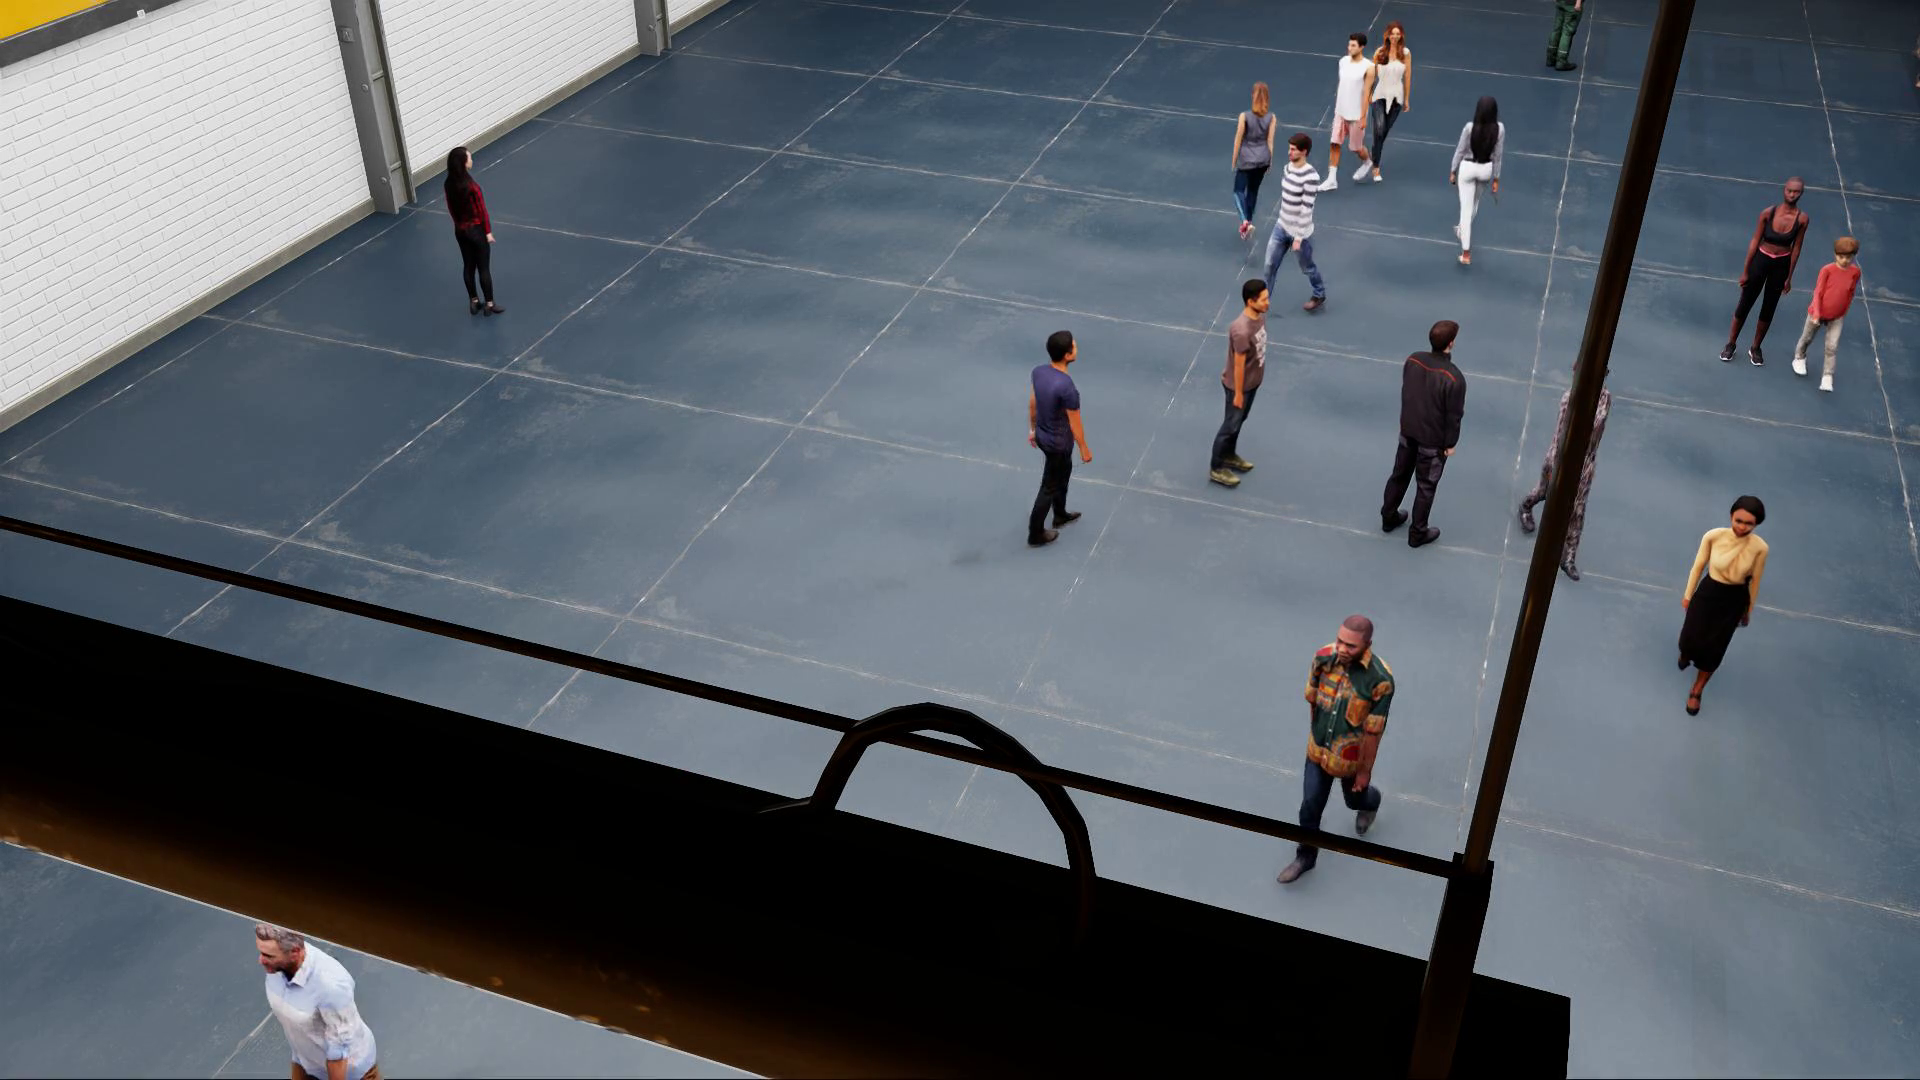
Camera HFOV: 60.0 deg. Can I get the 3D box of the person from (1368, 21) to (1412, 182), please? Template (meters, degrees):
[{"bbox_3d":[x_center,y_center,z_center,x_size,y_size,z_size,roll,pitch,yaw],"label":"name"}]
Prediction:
[{"bbox_3d":[4.872,-5.042,18.996,0.848,1.744,1.180,0,34,0],"label":"person"}]

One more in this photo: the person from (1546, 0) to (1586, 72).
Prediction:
[{"bbox_3d":[8.155,-7.228,22.196,0.791,1.841,0.713,-11,35,-16],"label":"person"}]

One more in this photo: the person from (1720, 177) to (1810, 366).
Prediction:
[{"bbox_3d":[7.341,-2.454,15.090,0.576,1.757,0.519,12,35,17],"label":"person"}]

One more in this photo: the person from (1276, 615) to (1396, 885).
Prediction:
[{"bbox_3d":[2.263,1.168,9.621,0.921,1.778,1.216,25,41,32],"label":"person"}]

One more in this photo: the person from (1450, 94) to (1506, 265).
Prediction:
[{"bbox_3d":[5.254,-3.641,16.949,0.889,1.675,1.274,1,34,2],"label":"person"}]

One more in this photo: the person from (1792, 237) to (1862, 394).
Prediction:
[{"bbox_3d":[7.702,-2.053,14.836,0.598,1.372,0.953,5,34,8],"label":"person"}]

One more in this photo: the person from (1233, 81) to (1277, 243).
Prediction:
[{"bbox_3d":[3.049,-3.870,17.264,0.802,1.709,1.004,-2,34,-3],"label":"person"}]

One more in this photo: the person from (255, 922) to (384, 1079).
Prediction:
[{"bbox_3d":[-2.881,2.360,7.818,0.799,1.790,1.101,17,37,24],"label":"person"}]

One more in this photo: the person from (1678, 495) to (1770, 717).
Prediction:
[{"bbox_3d":[4.973,0.396,10.903,0.574,1.645,0.720,12,36,18],"label":"person"}]

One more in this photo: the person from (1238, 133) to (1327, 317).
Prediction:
[{"bbox_3d":[3.265,-2.953,15.799,1.262,1.803,1.156,-17,37,-23],"label":"person"}]

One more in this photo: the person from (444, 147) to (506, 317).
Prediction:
[{"bbox_3d":[-4.681,-2.938,15.911,0.602,1.655,0.534,15,36,21],"label":"person"}]

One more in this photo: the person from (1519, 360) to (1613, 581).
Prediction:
[{"bbox_3d":[4.507,-0.627,12.420,0.929,1.670,1.242,-3,34,-4],"label":"person"}]

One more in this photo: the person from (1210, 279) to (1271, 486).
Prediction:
[{"bbox_3d":[2.238,-1.284,13.315,0.717,1.773,0.543,18,37,24],"label":"person"}]

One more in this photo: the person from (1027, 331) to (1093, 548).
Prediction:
[{"bbox_3d":[0.636,-0.714,12.457,0.935,1.774,0.874,-14,36,-21],"label":"person"}]

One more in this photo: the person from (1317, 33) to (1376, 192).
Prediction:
[{"bbox_3d":[4.434,-4.783,18.594,1.169,1.757,1.001,-21,39,-28],"label":"person"}]

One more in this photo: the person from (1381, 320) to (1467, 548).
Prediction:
[{"bbox_3d":[3.499,-0.811,12.544,0.787,1.840,0.790,-22,40,-30],"label":"person"}]
